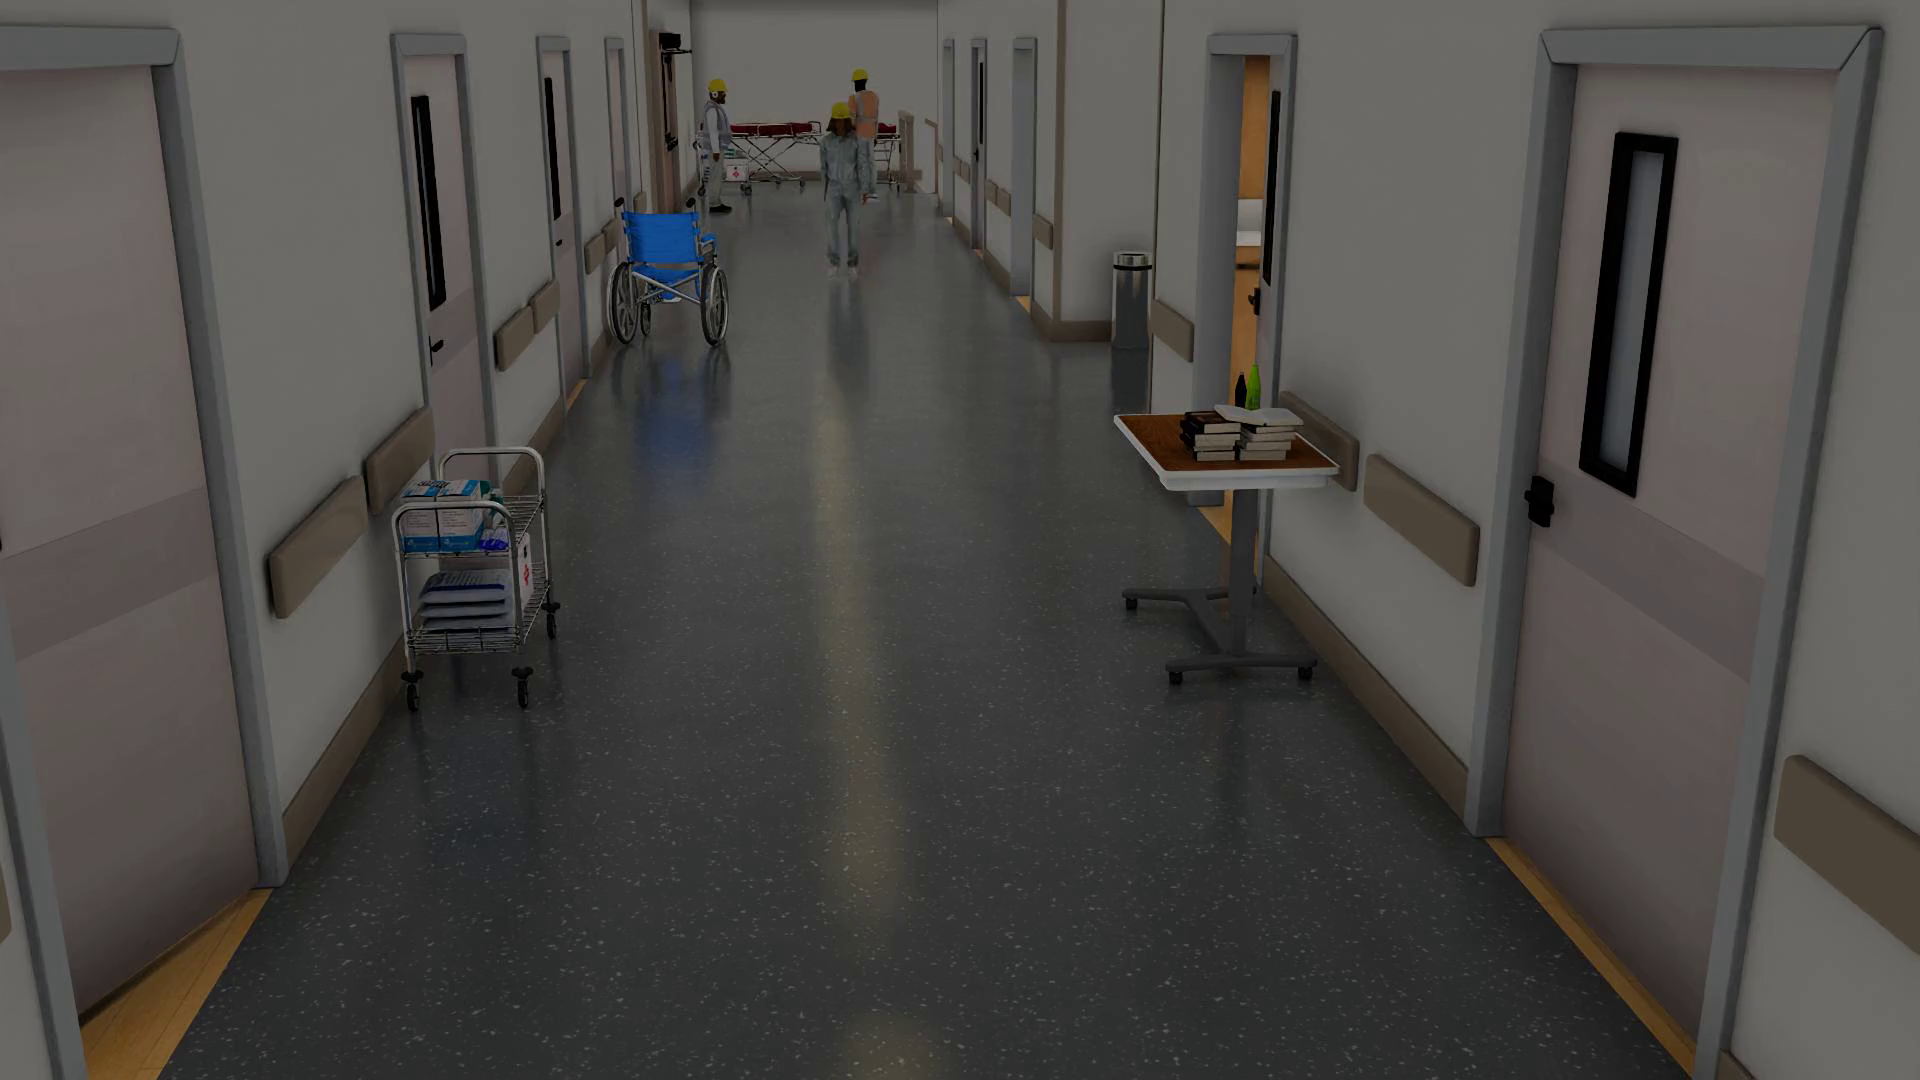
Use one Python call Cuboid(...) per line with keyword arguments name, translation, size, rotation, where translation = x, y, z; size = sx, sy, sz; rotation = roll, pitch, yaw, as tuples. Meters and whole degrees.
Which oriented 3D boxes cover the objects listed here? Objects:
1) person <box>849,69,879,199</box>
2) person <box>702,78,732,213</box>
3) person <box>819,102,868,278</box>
Cuboid(name="person", translation=(-1.474, -6.118, 25.104), size=(0.396, 1.920, 0.586), rotation=(15, 22, 40))
Cuboid(name="person", translation=(-3.361, -5.460, 23.080), size=(0.405, 1.824, 0.586), rotation=(-1, 17, -4))
Cuboid(name="person", translation=(-1.167, -3.494, 16.678), size=(0.499, 1.723, 0.622), rotation=(1, 17, 3))
